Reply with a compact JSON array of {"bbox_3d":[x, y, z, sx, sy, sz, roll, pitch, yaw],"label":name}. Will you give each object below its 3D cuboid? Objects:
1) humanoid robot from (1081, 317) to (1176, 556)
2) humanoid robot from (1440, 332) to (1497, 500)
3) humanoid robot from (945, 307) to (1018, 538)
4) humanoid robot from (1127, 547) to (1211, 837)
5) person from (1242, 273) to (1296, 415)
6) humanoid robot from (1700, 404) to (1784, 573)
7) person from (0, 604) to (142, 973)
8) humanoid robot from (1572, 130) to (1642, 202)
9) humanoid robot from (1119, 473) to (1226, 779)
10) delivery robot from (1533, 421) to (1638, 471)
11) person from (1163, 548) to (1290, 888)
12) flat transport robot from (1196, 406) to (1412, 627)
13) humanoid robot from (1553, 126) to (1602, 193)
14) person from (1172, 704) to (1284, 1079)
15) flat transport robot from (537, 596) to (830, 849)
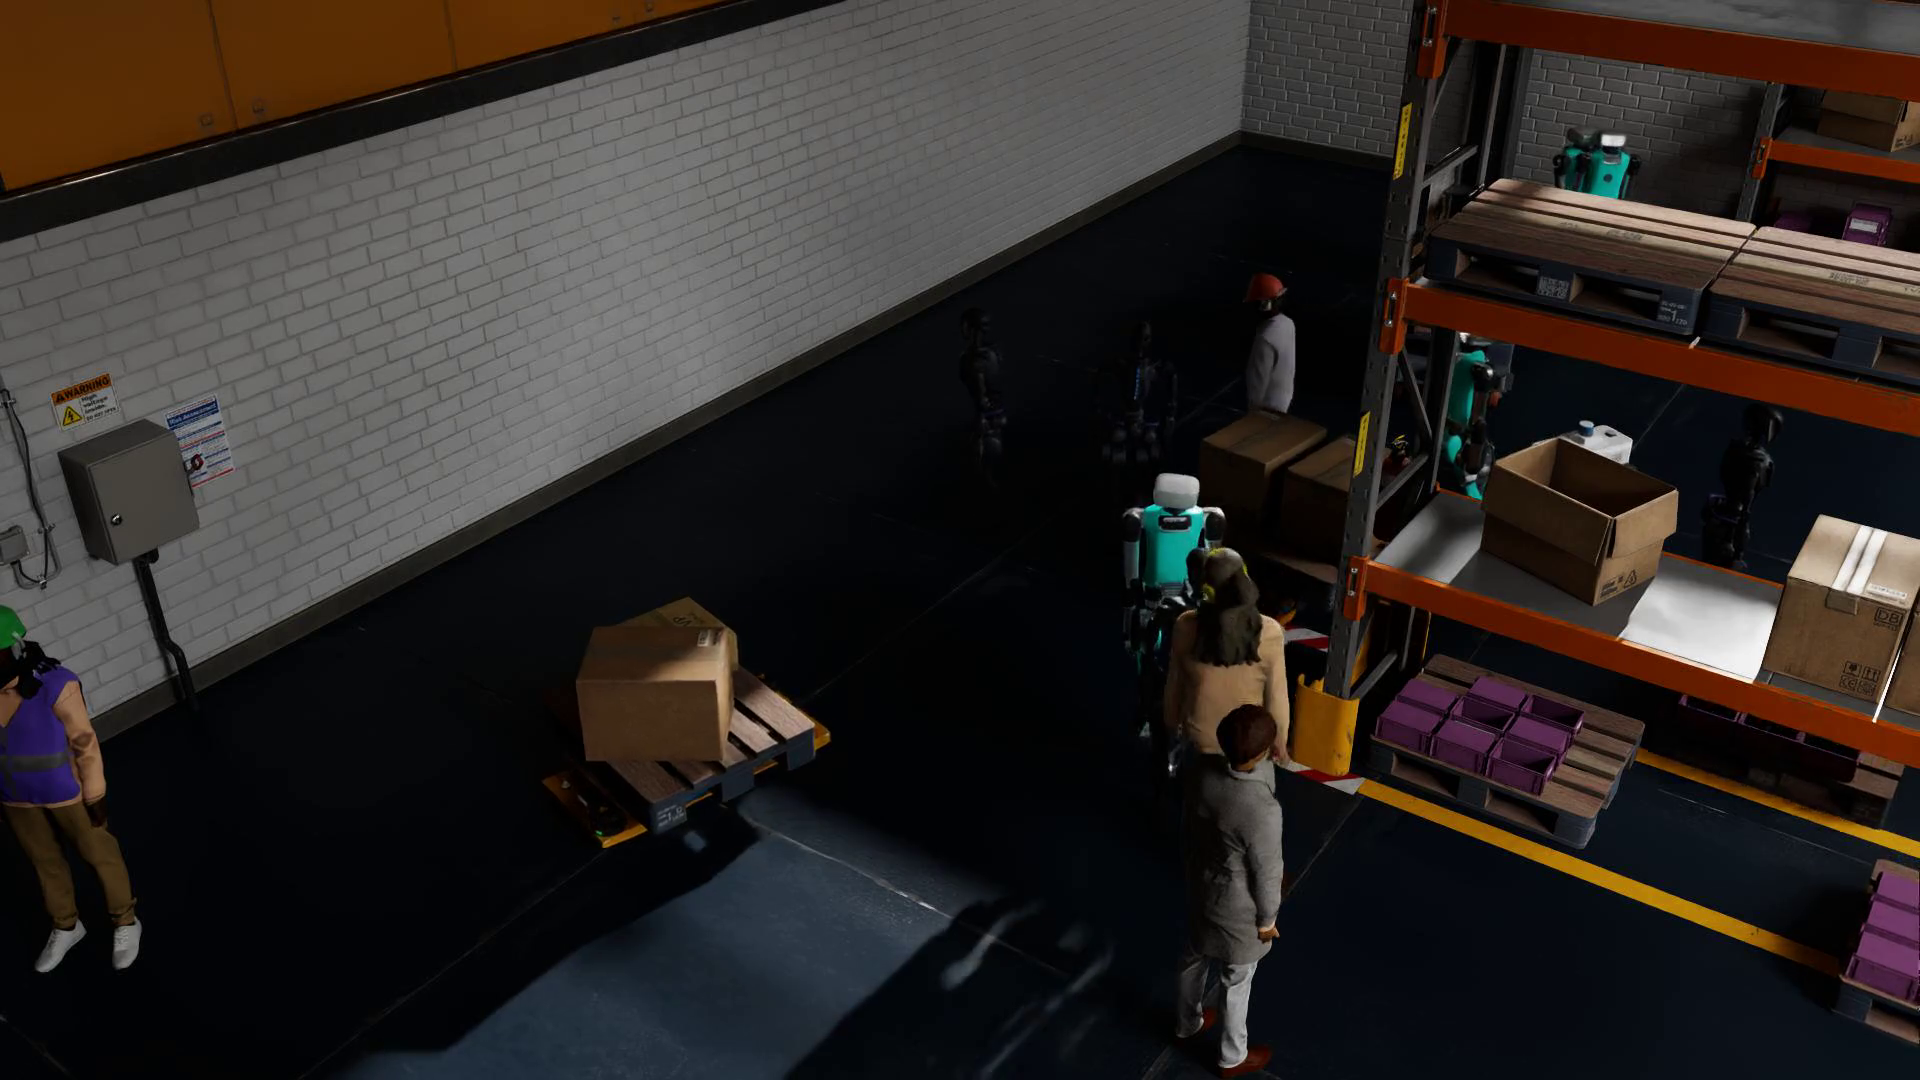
[{"bbox_3d":[1.093,-0.657,10.770,0.596,1.649,0.318,1,30,1],"label":"humanoid robot"},{"bbox_3d":[3.312,-0.592,10.590,0.719,1.786,0.556,-10,31,-16],"label":"humanoid robot"},{"bbox_3d":[0.131,-0.753,10.947,0.520,1.647,0.590,-1,30,-1],"label":"humanoid robot"},{"bbox_3d":[1.125,0.761,8.309,0.609,1.644,0.333,-13,32,-21],"label":"humanoid robot"},{"bbox_3d":[2.147,-0.930,11.206,0.685,1.707,0.619,13,32,21],"label":"person"},{"bbox_3d":[4.472,-0.036,9.690,0.348,1.643,0.589,8,31,14],"label":"humanoid robot"},{"bbox_3d":[-4.093,1.104,7.461,0.531,1.932,0.407,-1,30,-1],"label":"person"},{"bbox_3d":[5.359,-2.716,14.189,0.532,1.705,0.728,3,30,6],"label":"humanoid robot"},{"bbox_3d":[1.088,0.591,8.586,0.538,1.832,0.674,0,30,0],"label":"humanoid robot"},{"bbox_3d":[4.388,-0.552,11.731,0.785,0.614,0.508,-15,33,-24],"label":"delivery robot"},{"bbox_3d":[1.289,0.882,7.931,0.668,1.845,0.395,7,31,13],"label":"person"},{"bbox_3d":[2.135,0.152,10.776,0.659,0.231,1.431,25,39,37],"label":"flat transport robot"},{"bbox_3d":[5.292,-2.506,14.015,0.546,1.869,0.716,-21,36,-32],"label":"humanoid robot"},{"bbox_3d":[1.131,1.463,6.937,0.365,1.834,0.503,-22,37,-33],"label":"person"},{"bbox_3d":[-1.473,1.161,9.025,1.431,0.231,0.659,-23,37,-34],"label":"flat transport robot"}]
